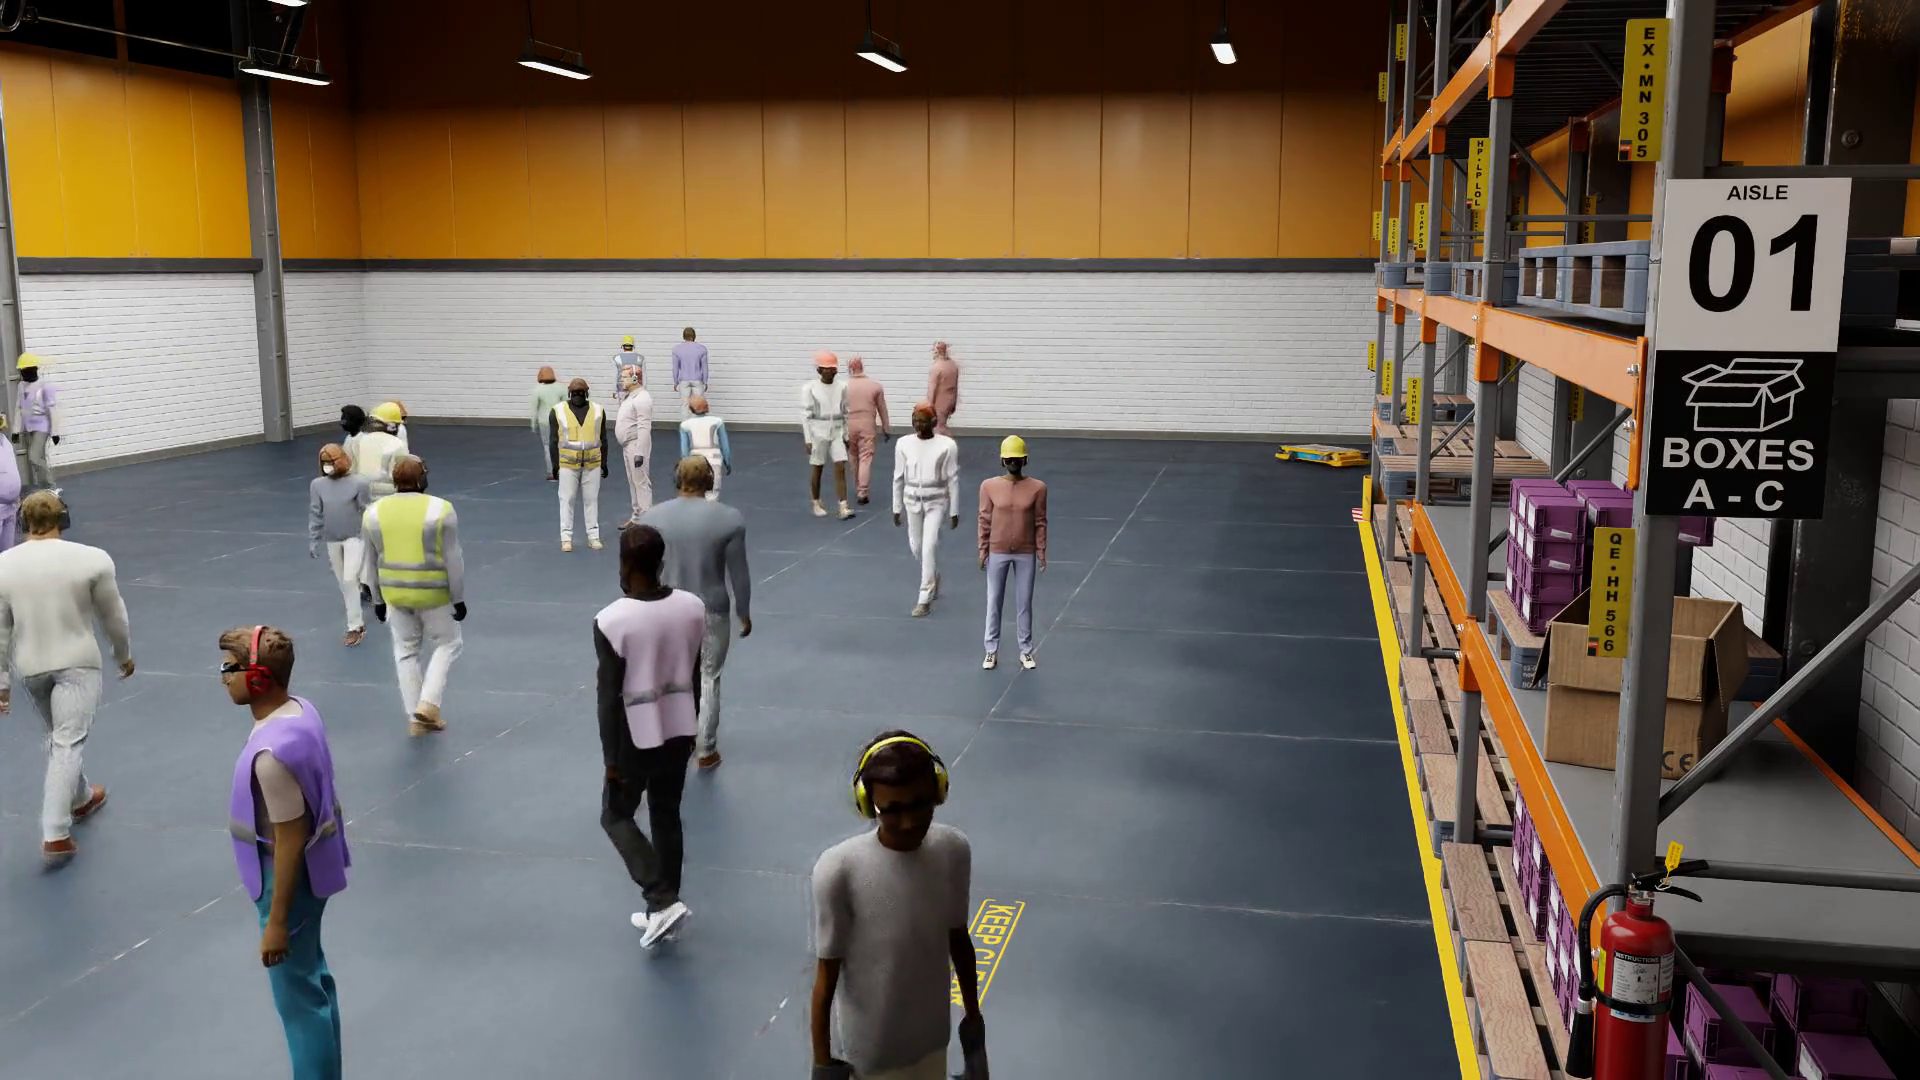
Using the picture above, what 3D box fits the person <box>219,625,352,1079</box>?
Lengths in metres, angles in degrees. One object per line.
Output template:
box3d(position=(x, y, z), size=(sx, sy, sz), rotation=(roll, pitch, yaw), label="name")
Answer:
box3d(position=(-2.262, 1.188, 5.644), size=(0.372, 1.843, 0.571), rotation=(-3, 10, -16), label="person")

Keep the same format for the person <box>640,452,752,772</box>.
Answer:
box3d(position=(-1.567, 0.435, 9.955), size=(0.645, 1.926, 0.432), rotation=(1, 9, 6), label="person")

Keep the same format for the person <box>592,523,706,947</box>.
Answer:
box3d(position=(-1.358, 0.873, 7.378), size=(0.462, 1.899, 0.595), rotation=(9, 13, 44), label="person")

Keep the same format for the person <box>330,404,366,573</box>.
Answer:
box3d(position=(-5.883, -0.529, 16.531), size=(0.773, 1.669, 0.538), rotation=(-6, 11, -32), label="person")

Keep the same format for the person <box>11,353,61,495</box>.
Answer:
box3d(position=(-11.729, -1.410, 21.106), size=(0.593, 1.906, 0.438), rotation=(6, 11, 31), label="person")

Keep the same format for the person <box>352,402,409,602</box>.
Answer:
box3d(position=(-5.302, -0.352, 15.143), size=(0.635, 1.783, 0.926), rotation=(4, 10, 24), label="person")

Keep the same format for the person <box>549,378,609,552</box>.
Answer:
box3d(position=(-4.030, -0.797, 17.639), size=(0.621, 1.837, 0.429), rotation=(-4, 10, -24), label="person")

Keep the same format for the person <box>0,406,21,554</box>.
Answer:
box3d(position=(-8.240, -0.266, 14.223), size=(0.402, 1.906, 0.652), rotation=(-1, 9, -5), label="person")

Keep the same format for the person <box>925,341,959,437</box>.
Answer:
box3d(position=(-0.339, -2.020, 24.814), size=(0.508, 1.892, 0.671), rotation=(6, 11, 30), label="person")

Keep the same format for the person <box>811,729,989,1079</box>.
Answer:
box3d(position=(-0.137, 1.390, 4.429), size=(0.582, 1.846, 0.426), rotation=(-8, 12, -38), label="person")

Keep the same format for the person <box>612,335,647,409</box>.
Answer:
box3d(position=(-5.651, -2.588, 28.433), size=(0.603, 1.830, 0.404), rotation=(-3, 10, -17), label="person")

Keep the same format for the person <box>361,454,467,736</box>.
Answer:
box3d(position=(-3.468, 0.363, 10.645), size=(0.648, 1.832, 0.436), rotation=(1, 9, 6), label="person")

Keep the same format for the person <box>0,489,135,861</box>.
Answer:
box3d(position=(-4.706, 0.674, 8.674), size=(0.623, 1.885, 1.068), rotation=(-1, 9, -6), label="person")

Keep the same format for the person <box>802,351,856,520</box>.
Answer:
box3d(position=(-1.532, -1.219, 19.677), size=(0.642, 1.995, 1.000), rotation=(-4, 10, -25), label="person")

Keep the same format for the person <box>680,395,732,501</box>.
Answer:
box3d(position=(-2.835, -0.808, 18.410), size=(0.547, 1.592, 0.779), rotation=(1, 10, 8), label="person")

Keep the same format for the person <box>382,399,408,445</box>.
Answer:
box3d(position=(-5.902, -0.669, 17.465), size=(0.280, 1.632, 0.501), rotation=(-4, 10, -24), label="person")

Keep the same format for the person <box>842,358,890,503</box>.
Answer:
box3d(position=(-1.263, -1.416, 21.358), size=(0.698, 1.835, 1.038), rotation=(0, 9, 2), label="person")

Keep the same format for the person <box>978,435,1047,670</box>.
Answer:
box3d(position=(0.393, 0.096, 12.462), size=(0.523, 1.769, 0.317), rotation=(0, 9, -2), label="person")

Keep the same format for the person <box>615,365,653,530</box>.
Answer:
box3d(position=(-3.680, -1.023, 18.783), size=(0.410, 1.909, 0.643), rotation=(-4, 10, -24), label="person")

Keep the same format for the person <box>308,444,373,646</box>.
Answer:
box3d(position=(-4.951, 0.043, 13.270), size=(0.509, 1.600, 0.674), rotation=(2, 10, 10), label="person")

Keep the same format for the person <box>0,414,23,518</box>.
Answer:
box3d(position=(-8.844, -0.352, 15.290), size=(0.536, 1.709, 0.911), rotation=(5, 11, 27), label="person")

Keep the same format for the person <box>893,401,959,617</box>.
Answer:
box3d(position=(-0.284, -0.306, 14.642), size=(0.585, 1.858, 0.891), rotation=(3, 10, 18), label="person")

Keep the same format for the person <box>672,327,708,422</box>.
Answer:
box3d(position=(-4.736, -2.773, 29.235), size=(0.629, 1.937, 0.379), rotation=(-1, 9, -7), label="person")

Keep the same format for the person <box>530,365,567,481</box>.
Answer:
box3d(position=(-5.755, -1.633, 23.288), size=(0.530, 1.616, 0.386), rotation=(-6, 11, -34), label="person")

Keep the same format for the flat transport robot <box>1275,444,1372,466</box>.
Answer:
box3d(position=(5.550, -1.305, 25.394), size=(0.652, 0.197, 1.431), rotation=(-6, 11, -32), label="flat transport robot")
